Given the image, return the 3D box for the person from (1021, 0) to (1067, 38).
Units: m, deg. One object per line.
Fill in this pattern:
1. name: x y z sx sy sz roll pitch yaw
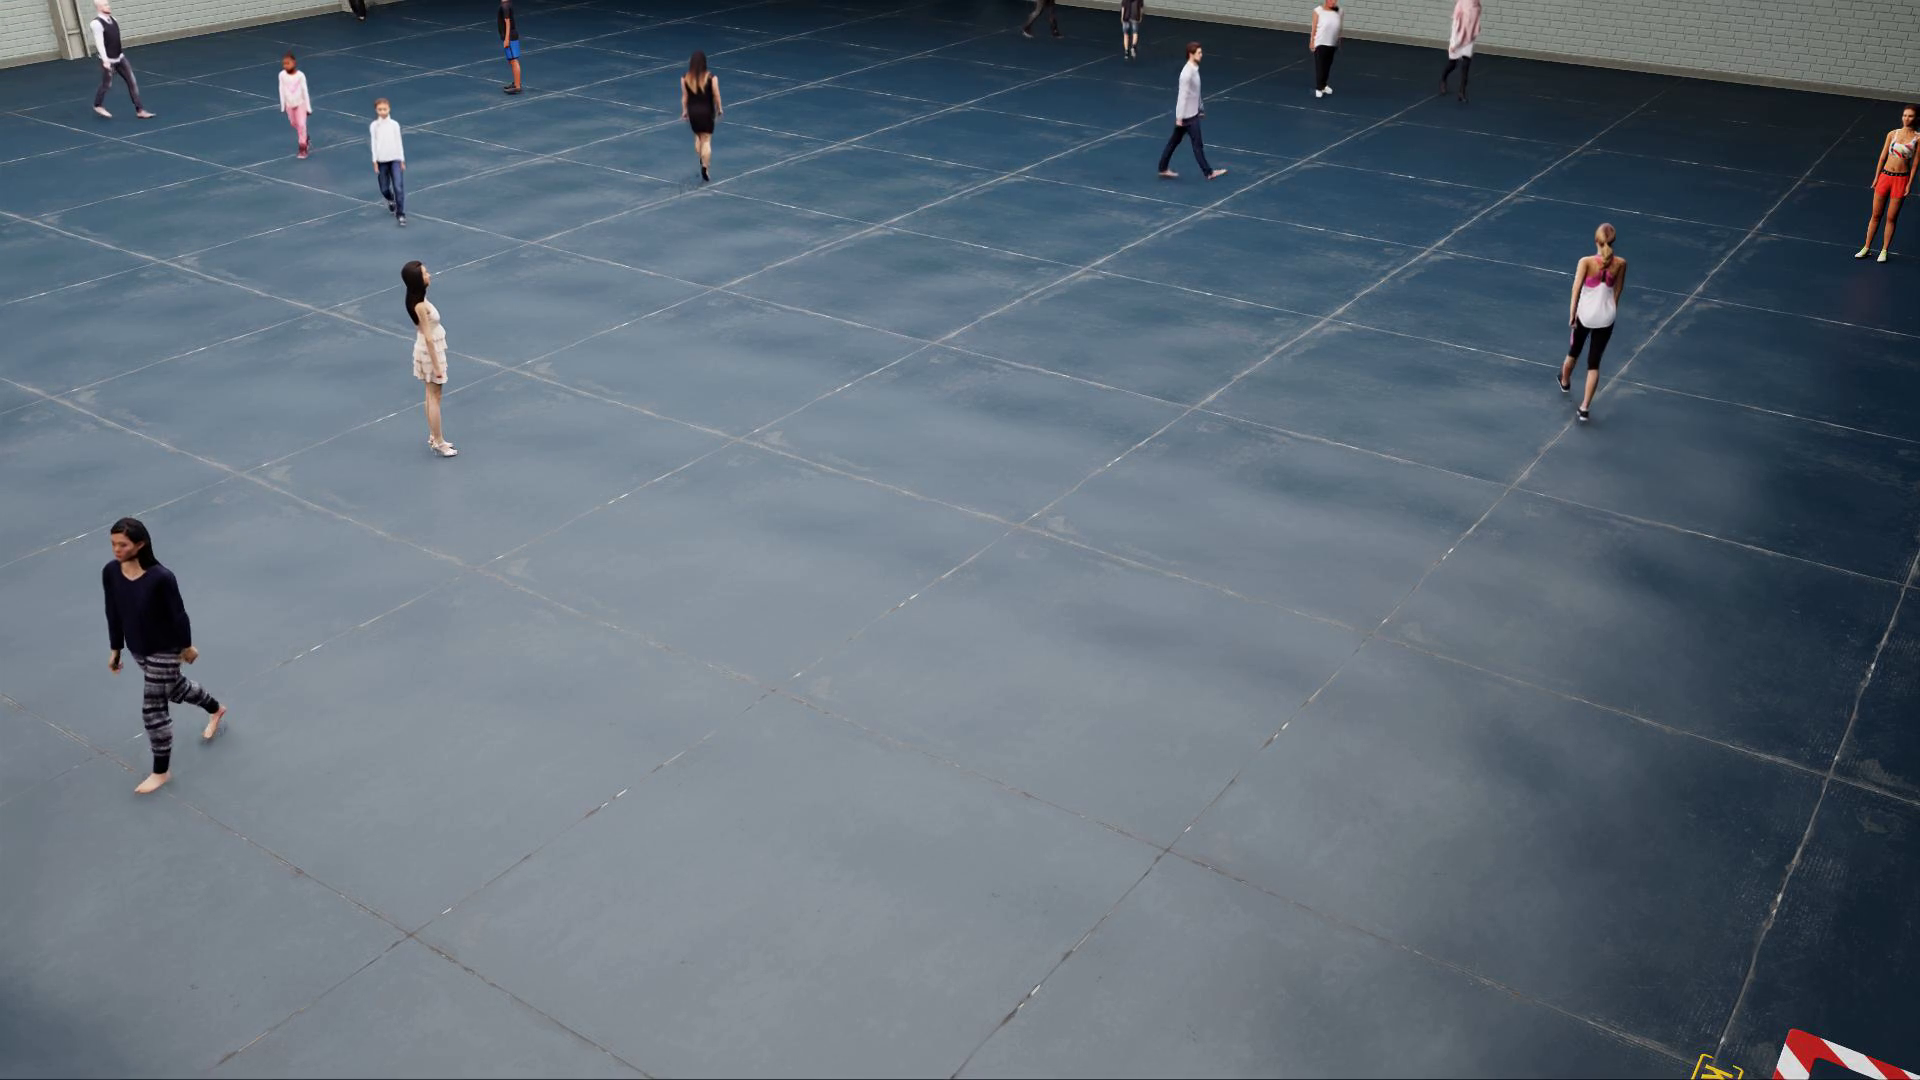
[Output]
1. person: 1.490 -10.086 30.537 0.831 1.697 1.064 12 29 22

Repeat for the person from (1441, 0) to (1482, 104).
1. person: 7.997 -7.954 26.645 1.106 1.773 1.189 -4 27 -7

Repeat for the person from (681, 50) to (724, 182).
1. person: -3.467 -5.633 22.237 0.937 1.682 1.105 3 27 6

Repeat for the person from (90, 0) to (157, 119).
1. person: -13.002 -7.302 25.369 1.112 1.783 1.277 4 28 9

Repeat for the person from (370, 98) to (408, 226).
1. person: -7.054 -4.698 20.568 0.855 1.547 0.854 -10 29 -18

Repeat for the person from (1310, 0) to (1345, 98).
1. person: 5.953 -8.084 27.016 0.912 1.664 0.962 -10 29 -18

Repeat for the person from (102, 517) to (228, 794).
1. person: -4.838 0.605 10.109 0.844 1.694 1.164 7 28 14

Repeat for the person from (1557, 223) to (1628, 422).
1. person: 5.723 -1.921 14.964 0.922 1.740 1.199 5 28 10

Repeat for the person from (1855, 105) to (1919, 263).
1. person: 10.769 -4.121 19.180 0.587 1.792 0.583 22 34 36

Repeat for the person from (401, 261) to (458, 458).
1. person: -4.554 -1.551 14.249 0.673 1.737 0.655 -12 30 -22

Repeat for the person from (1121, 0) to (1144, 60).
1. person: 3.054 -9.320 29.663 0.670 1.438 0.734 2 27 4

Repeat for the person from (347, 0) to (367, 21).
1. person: -12.022 -11.165 33.082 0.674 1.588 0.676 8 28 15

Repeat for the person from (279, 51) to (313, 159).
1. person: -9.410 -6.192 23.602 0.877 1.426 1.033 2 27 3

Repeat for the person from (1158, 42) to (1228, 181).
1. person: 2.947 -5.704 22.243 1.064 1.804 1.211 5 28 9

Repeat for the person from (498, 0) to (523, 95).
1. person: -7.343 -8.215 27.123 0.764 1.799 0.706 -5 28 -10
